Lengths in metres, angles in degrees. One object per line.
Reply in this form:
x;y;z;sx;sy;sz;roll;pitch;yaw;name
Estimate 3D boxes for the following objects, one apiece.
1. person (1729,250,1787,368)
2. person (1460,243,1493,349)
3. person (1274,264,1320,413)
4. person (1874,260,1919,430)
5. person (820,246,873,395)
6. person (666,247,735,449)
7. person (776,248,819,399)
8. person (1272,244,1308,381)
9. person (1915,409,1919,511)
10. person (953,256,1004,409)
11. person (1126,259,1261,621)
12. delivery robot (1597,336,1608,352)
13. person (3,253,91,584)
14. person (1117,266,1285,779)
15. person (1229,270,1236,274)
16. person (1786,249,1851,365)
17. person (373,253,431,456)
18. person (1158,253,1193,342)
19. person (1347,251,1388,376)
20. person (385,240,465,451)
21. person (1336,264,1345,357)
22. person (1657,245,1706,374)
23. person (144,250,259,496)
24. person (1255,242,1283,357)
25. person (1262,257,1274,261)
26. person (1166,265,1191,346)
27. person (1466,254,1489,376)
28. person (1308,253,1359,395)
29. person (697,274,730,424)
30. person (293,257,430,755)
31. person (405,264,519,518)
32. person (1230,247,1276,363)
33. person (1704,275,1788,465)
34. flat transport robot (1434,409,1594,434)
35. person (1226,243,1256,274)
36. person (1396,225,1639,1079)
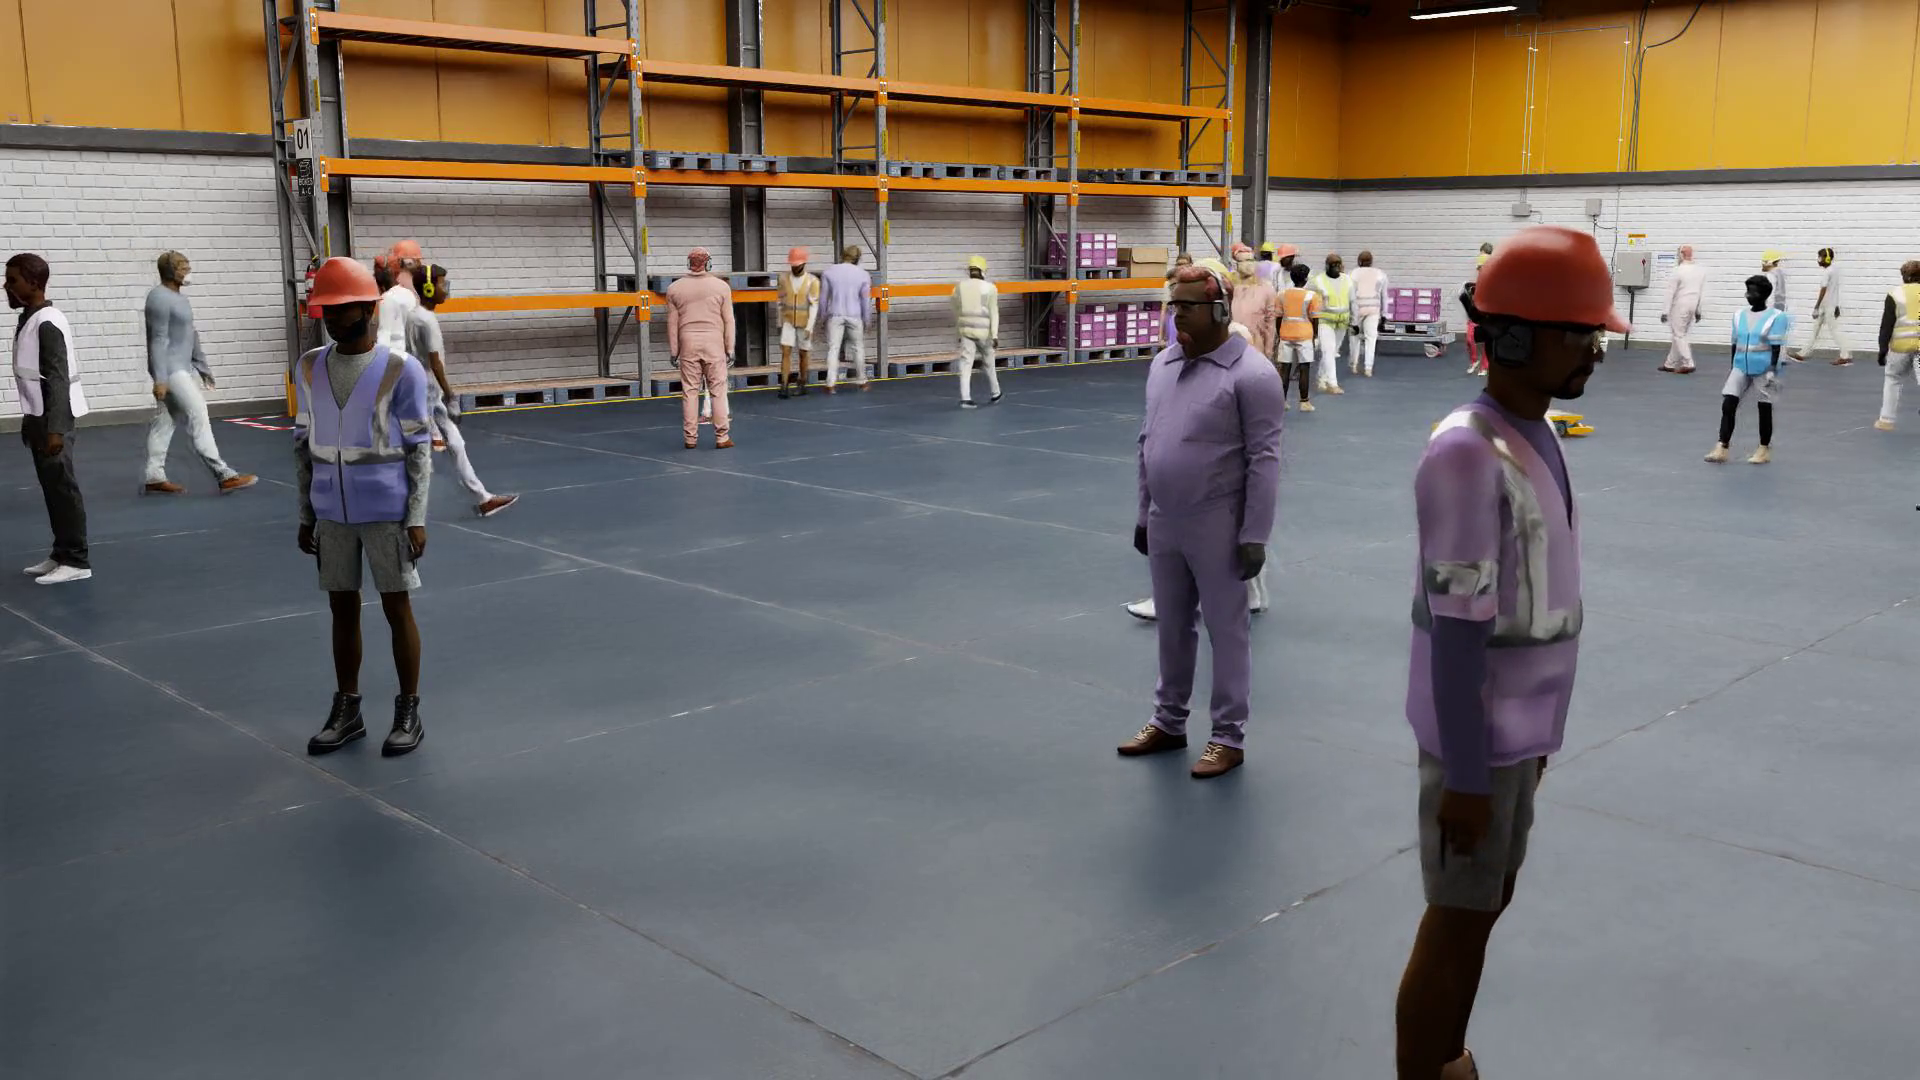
12.328;-3.539;25.510;0.871;1.790;0.617;9;14;40;person
9.289;-4.290;29.363;0.980;1.873;0.731;1;10;3;person
3.865;-2.305;19.052;0.542;1.695;0.316;7;12;33;person
9.758;-1.960;17.023;0.652;1.777;0.883;3;11;17;person
-1.459;-2.825;21.388;0.683;1.873;0.850;0;10;1;person
-2.439;-1.811;15.784;0.636;1.911;0.404;0;10;2;person
-2.035;-2.667;20.566;0.600;1.854;0.993;1;10;5;person
4.494;-3.121;22.965;0.560;1.883;0.982;9;14;40;person
7.153;-0.928;11.840;0.863;1.588;0.498;-4;11;-19;person
0.218;-2.447;19.615;0.602;1.765;0.968;4;11;23;person
1.220;-0.511;8.728;0.907;1.884;0.607;-3;11;-14;person
9.943;-3.140;26.468;0.477;0.478;0.707;-5;12;-28;delivery robot
-5.343;-0.709;9.758;0.385;1.919;0.605;-8;13;-39;person
0.890;-0.067;6.272;0.401;1.910;0.640;-8;13;-37;person
4.065;-3.280;24.018;0.973;1.829;0.600;-7;12;-33;person
13.502;-3.637;26.013;1.003;1.808;0.544;8;13;37;person
-4.748;-1.486;14.115;0.465;1.865;0.590;-1;10;-5;person
2.664;-2.550;20.090;0.541;1.798;0.938;4;11;21;person
5.880;-3.285;24.161;0.644;1.786;0.997;1;10;6;person
-5.017;-1.796;15.516;0.807;1.968;0.646;-9;13;-39;person
6.134;-3.759;27.278;0.795;1.589;0.493;-10;14;-43;person
10.594;-3.379;24.442;0.663;1.875;0.813;-5;11;-25;person
-5.952;-1.283;12.912;0.956;1.895;0.654;-2;11;-12;person
5.114;-3.985;27.630;0.613;1.901;0.711;6;12;32;person
5.153;-3.919;27.877;0.862;1.687;0.491;-7;12;-32;person
1.673;-0.991;11.571;0.392;1.818;0.651;-5;12;-27;person
7.514;-3.226;23.915;0.524;1.755;0.377;7;12;32;person
4.768;-2.795;21.467;0.620;1.804;0.959;-3;11;-16;person
-2.735;-2.039;17.845;0.504;1.606;0.723;9;14;41;person
-2.331;-0.120;6.473;0.543;1.940;0.361;1;10;7;person
-3.642;-1.009;11.657;0.986;1.814;0.557;-4;11;-21;person
2.679;-1.826;15.856;0.641;1.913;0.407;1;10;4;person
6.906;-1.470;14.580;0.739;1.670;0.538;-7;13;-34;person
5.618;-1.191;16.868;1.431;0.197;0.652;-3;11;-15;flat transport robot
4.240;-3.524;25.145;0.551;1.894;0.928;6;12;29;person
1.129;0.388;3.430;0.396;2.038;0.614;6;12;29;person
